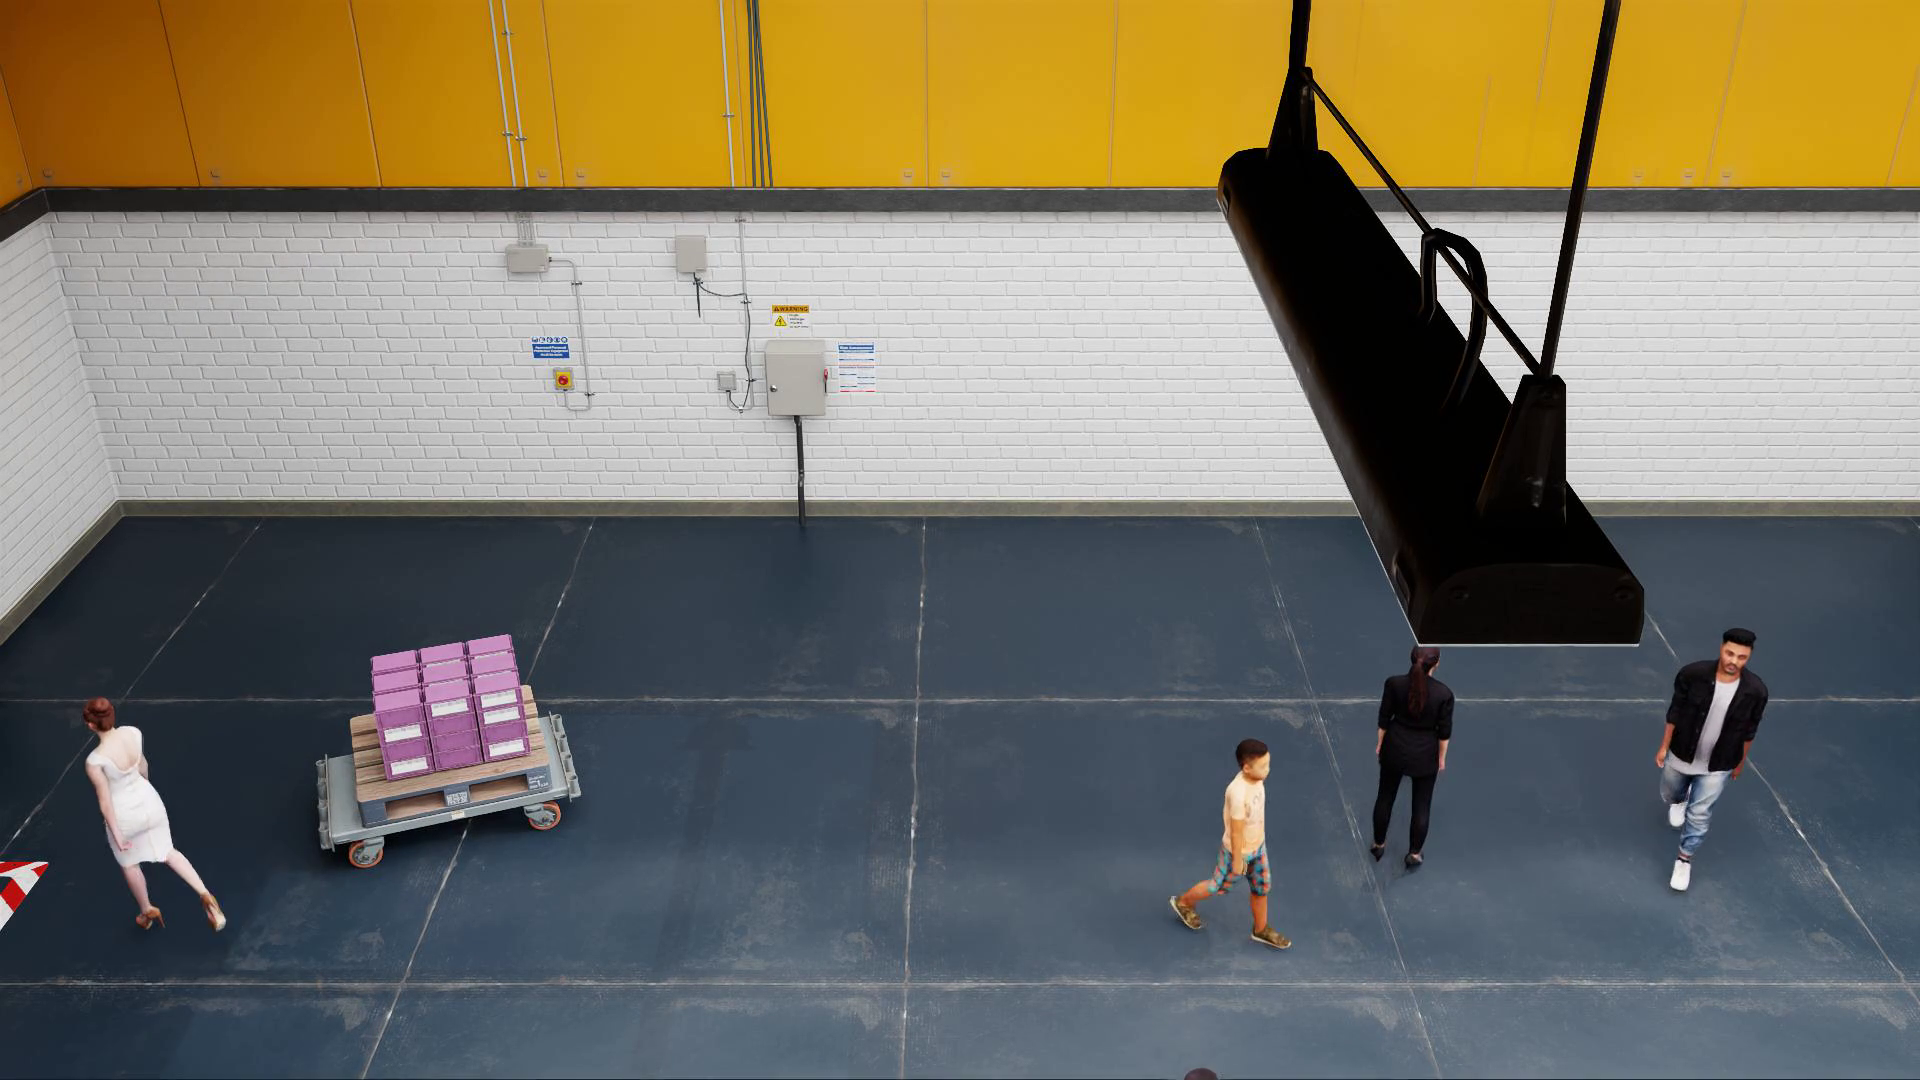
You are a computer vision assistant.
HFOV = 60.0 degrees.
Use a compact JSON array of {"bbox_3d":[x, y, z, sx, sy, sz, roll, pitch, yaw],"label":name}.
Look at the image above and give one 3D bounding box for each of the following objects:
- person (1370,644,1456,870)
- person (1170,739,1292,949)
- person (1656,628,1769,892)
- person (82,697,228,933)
[{"bbox_3d":[2.840,1.358,10.515,0.682,1.660,0.682,13,31,22],"label":"person"},{"bbox_3d":[1.613,1.796,9.936,0.917,1.445,0.989,16,32,27],"label":"person"},{"bbox_3d":[4.713,1.282,10.521,1.046,1.788,1.191,17,33,28],"label":"person"},{"bbox_3d":[-4.790,1.677,9.816,0.905,1.769,1.015,12,31,21],"label":"person"}]
